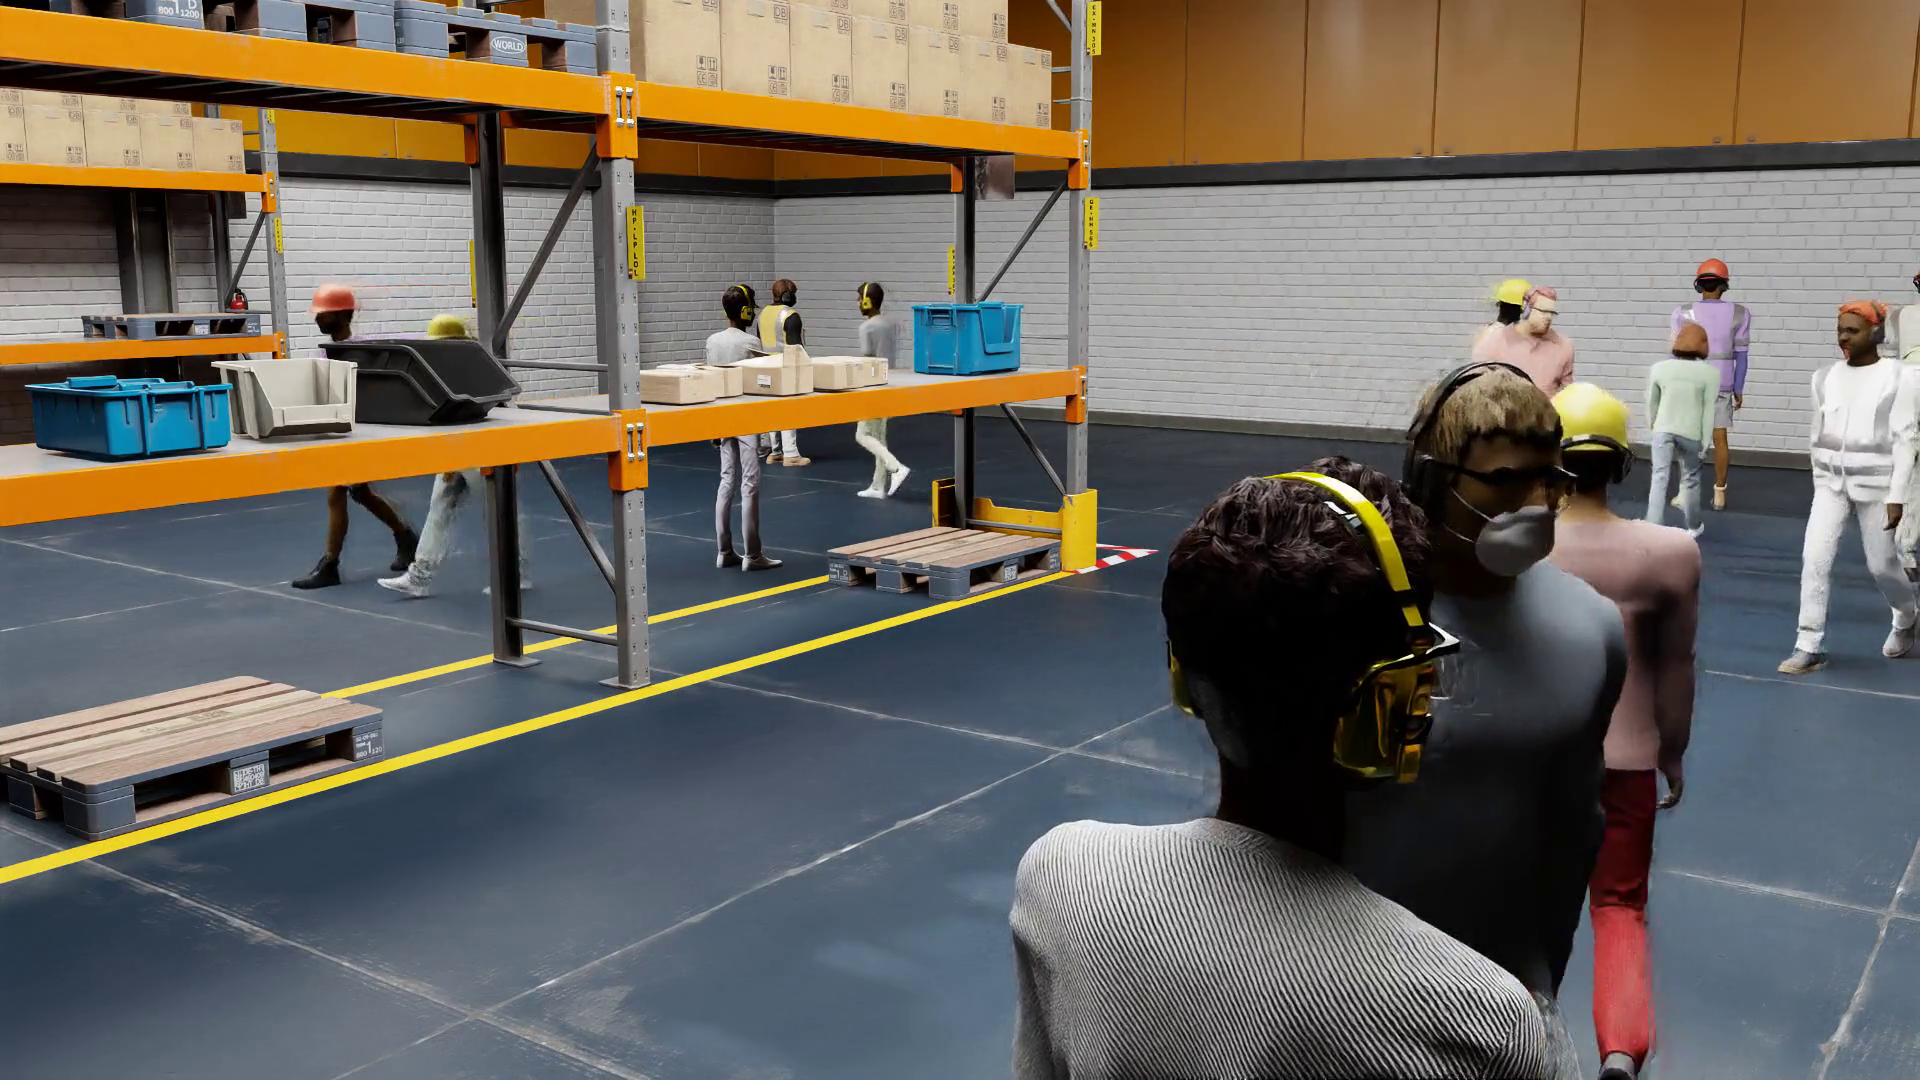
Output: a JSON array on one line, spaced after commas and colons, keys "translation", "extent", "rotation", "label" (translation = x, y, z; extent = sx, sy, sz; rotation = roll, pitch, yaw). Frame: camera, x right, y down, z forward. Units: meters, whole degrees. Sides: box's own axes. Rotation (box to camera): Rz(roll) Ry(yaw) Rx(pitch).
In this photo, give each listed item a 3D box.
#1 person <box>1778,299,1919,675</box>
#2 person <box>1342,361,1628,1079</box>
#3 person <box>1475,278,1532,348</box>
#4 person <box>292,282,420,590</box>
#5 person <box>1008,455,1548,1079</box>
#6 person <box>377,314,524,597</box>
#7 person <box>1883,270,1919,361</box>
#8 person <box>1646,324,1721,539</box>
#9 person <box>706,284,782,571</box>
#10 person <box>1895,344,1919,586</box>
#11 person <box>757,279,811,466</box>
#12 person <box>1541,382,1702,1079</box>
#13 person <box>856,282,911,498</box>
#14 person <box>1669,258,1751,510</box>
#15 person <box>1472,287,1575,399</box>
[{"translation": [4.480, -0.268, 8.228], "extent": [0.913, 1.847, 0.572], "rotation": [-6, 11, -34], "label": "person"}, {"translation": [0.684, 0.690, 2.408], "extent": [0.653, 1.881, 1.037], "rotation": [-2, 10, -13], "label": "person"}, {"translation": [3.809, -0.878, 11.696], "extent": [0.461, 1.901, 0.579], "rotation": [0, 10, -2], "label": "person"}, {"translation": [-3.813, -0.679, 10.525], "extent": [0.559, 1.903, 0.959], "rotation": [8, 12, 39], "label": "person"}, {"translation": [0.263, 0.860, 1.425], "extent": [0.526, 1.871, 0.324], "rotation": [9, 13, 43], "label": "person"}, {"translation": [-3.039, -0.488, 9.937], "extent": [0.890, 1.692, 0.508], "rotation": [-7, 12, -36], "label": "person"}, {"translation": [7.288, -1.098, 12.566], "extent": [0.374, 2.042, 0.615], "rotation": [-5, 11, -27], "label": "person"}, {"translation": [5.134, -0.743, 11.854], "extent": [0.502, 1.576, 0.901], "rotation": [7, 12, 35], "label": "person"}, {"translation": [-1.431, -0.732, 10.908], "extent": [0.530, 1.871, 0.323], "rotation": [7, 12, 35], "label": "person"}, {"translation": [6.137, -0.624, 10.384], "extent": [0.600, 1.827, 0.403], "rotation": [-4, 10, -21], "label": "person"}, {"translation": [-1.737, -1.656, 16.496], "extent": [0.429, 1.841, 0.633], "rotation": [-8, 12, -40], "label": "person"}, {"translation": [1.434, 0.512, 3.854], "extent": [0.529, 1.745, 0.700], "rotation": [2, 10, 13], "label": "person"}, {"translation": [-0.649, -1.245, 14.043], "extent": [0.539, 1.847, 0.510], "rotation": [7, 12, 36], "label": "person"}, {"translation": [6.067, -1.261, 13.551], "extent": [0.609, 2.040, 0.395], "rotation": [2, 10, 12], "label": "person"}, {"translation": [3.490, -0.634, 10.363], "extent": [0.690, 1.848, 0.967], "rotation": [1, 10, 8], "label": "person"}]
